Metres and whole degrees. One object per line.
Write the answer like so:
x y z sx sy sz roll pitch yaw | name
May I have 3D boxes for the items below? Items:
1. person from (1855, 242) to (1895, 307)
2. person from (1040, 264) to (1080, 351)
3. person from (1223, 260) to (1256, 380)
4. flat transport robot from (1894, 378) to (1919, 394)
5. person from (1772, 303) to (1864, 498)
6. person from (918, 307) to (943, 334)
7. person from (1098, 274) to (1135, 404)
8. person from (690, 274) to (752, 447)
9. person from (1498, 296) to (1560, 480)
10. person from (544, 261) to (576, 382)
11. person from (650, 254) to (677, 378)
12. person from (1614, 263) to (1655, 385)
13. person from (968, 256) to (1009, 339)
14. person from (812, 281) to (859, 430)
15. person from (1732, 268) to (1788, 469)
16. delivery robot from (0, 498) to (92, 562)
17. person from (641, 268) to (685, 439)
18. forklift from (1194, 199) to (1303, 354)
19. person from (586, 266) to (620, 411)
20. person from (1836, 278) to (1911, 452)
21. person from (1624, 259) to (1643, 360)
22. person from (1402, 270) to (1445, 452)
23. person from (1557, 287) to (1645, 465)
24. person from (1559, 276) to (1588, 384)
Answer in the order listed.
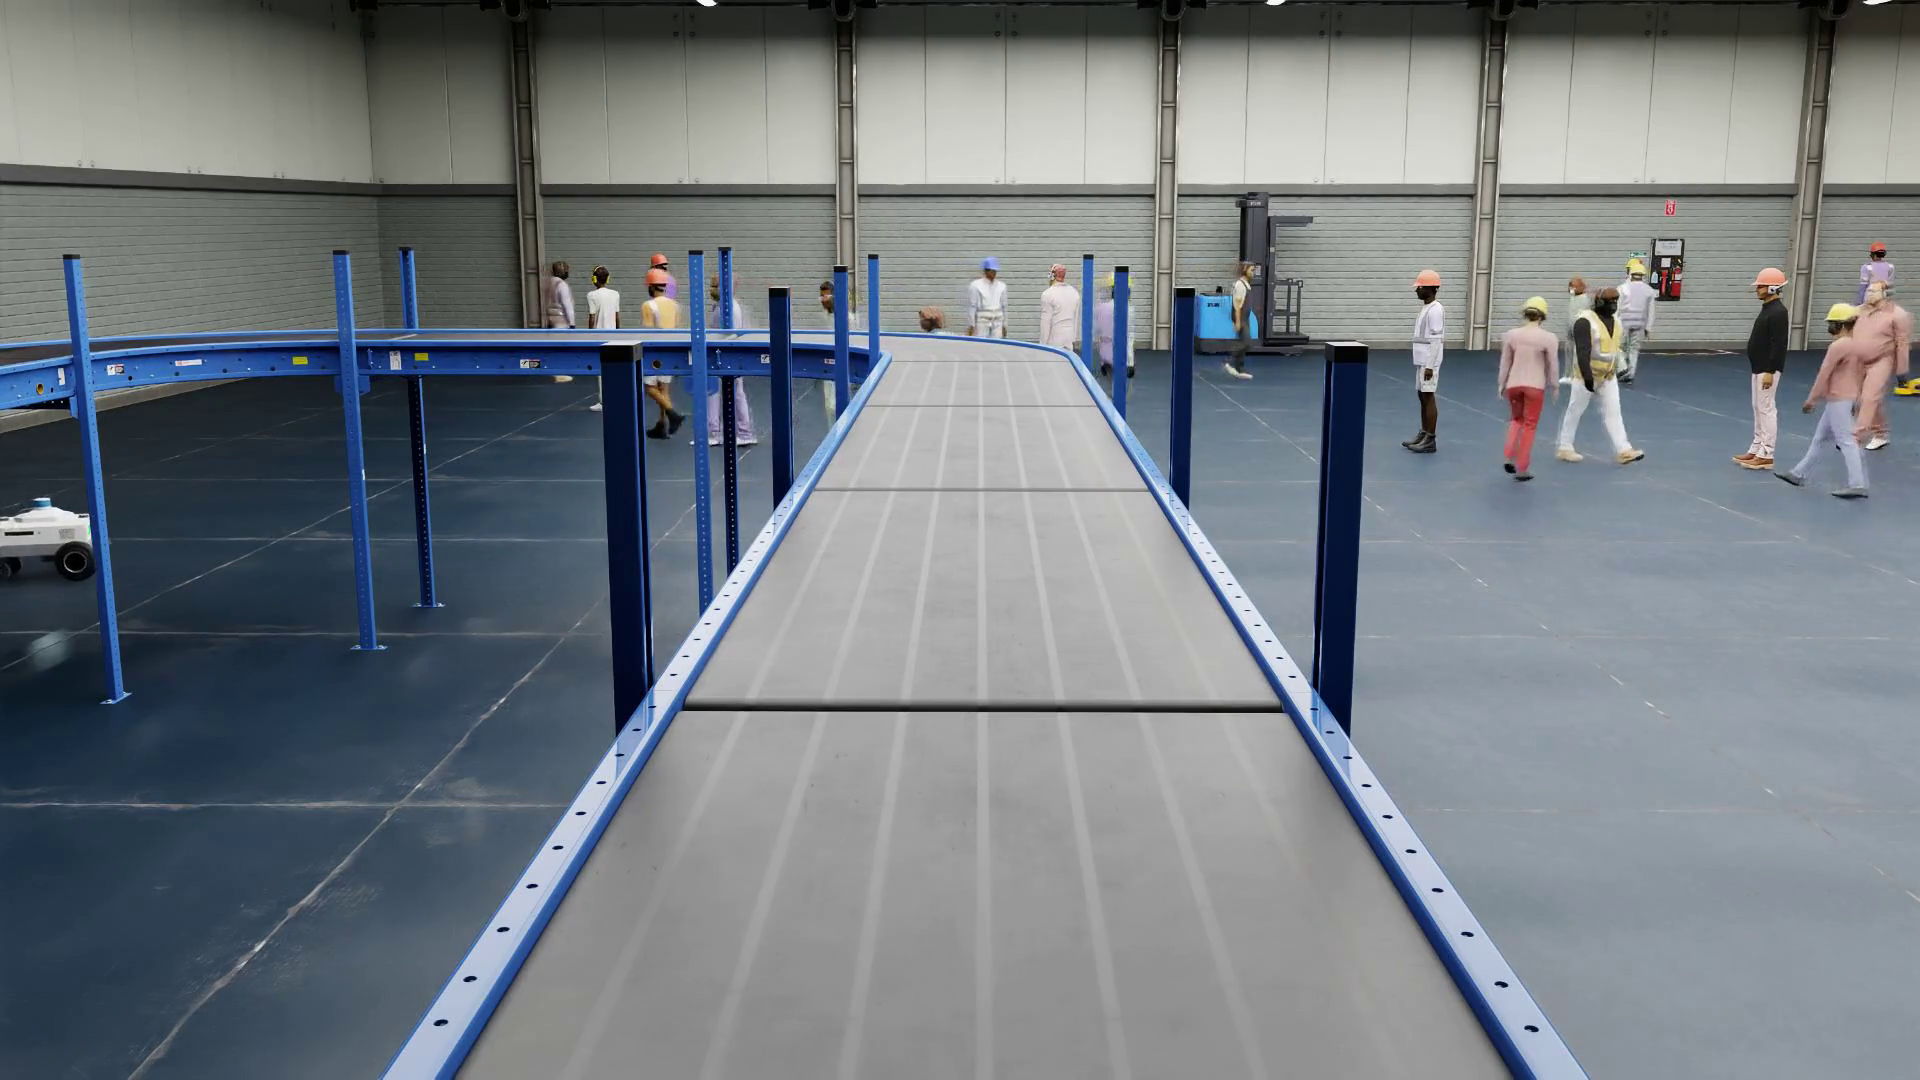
16.513 -4.350 30.073 0.605 2.045 0.377 0 11 -2 | person
1.227 -2.559 21.224 0.409 1.908 0.647 11 15 43 | person
4.382 -3.381 25.635 0.400 1.829 0.545 5 12 24 | person
14.002 -2.131 23.349 1.431 0.197 0.652 9 14 40 | flat transport robot
7.845 -1.268 15.063 0.882 1.727 0.528 10 15 43 | person
-0.363 -1.488 16.472 0.738 1.610 0.511 -2 11 -12 | person
1.679 -2.004 18.343 0.573 1.914 0.597 -5 12 -25 | person
-2.650 -1.943 18.100 0.796 1.878 0.680 0 11 -2 | person
5.445 -1.453 15.948 0.542 1.748 0.427 11 15 44 | person
-6.052 -3.336 25.417 0.537 1.826 0.660 -7 13 -34 | person
-4.601 -3.453 25.762 0.368 1.929 0.542 3 11 16 | person
10.025 -3.227 24.869 0.650 1.818 0.451 -1 11 -3 | person
0.406 -3.134 24.099 0.630 1.935 0.509 -5 12 -25 | person
-1.308 -1.727 17.080 0.563 1.849 0.401 8 14 37 | person
8.076 -1.724 16.704 0.381 1.994 0.622 3 11 14 | person
-6.431 -0.052 11.692 0.707 0.478 0.477 -3 11 -14 | delivery robot
-3.364 -2.098 18.807 0.549 1.926 0.570 7 13 33 | person
5.313 -4.851 30.603 1.873 2.768 1.129 0 11 1 | forklift
-4.640 -2.618 21.618 0.324 1.872 0.517 10 15 41 | person
9.745 -1.865 17.797 0.984 1.861 0.649 -5 12 -24 | person
11.810 -4.057 29.282 0.533 1.767 0.324 -10 15 -42 | person
4.992 -1.923 17.871 0.356 1.937 0.552 1 11 4 | person
6.502 -1.658 16.874 0.638 1.791 0.942 -5 12 -25 | person
9.356 -3.153 25.027 0.554 1.615 0.530 -1 11 -6 | person
